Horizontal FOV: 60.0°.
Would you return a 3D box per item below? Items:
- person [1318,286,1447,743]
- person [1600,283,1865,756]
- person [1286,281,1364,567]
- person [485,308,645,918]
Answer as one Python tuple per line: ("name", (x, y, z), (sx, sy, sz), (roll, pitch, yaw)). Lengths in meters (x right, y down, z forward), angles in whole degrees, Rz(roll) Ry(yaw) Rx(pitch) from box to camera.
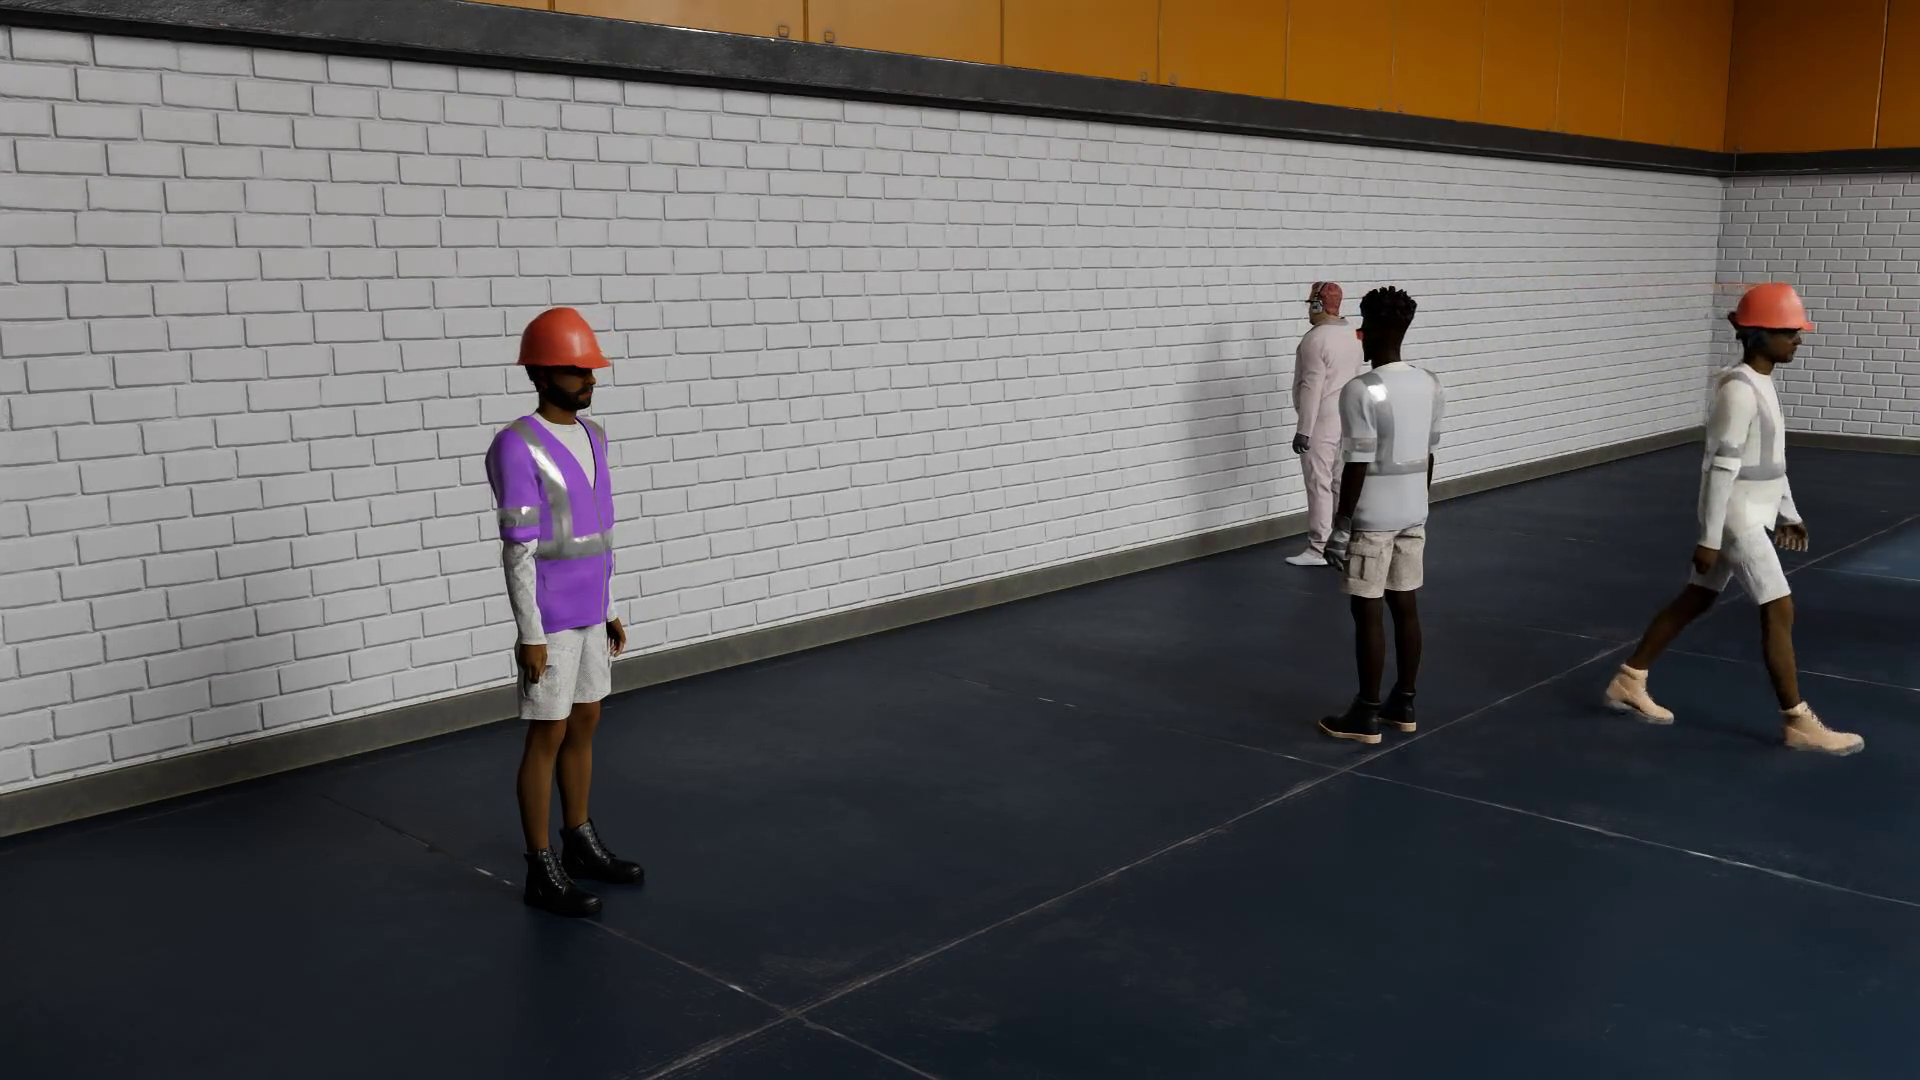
("person", (1.817, -0.105, 7.192), (0.603, 1.966, 0.368), (-8, 13, -38))
("person", (3.345, -0.106, 7.182), (1.062, 1.991, 0.619), (5, 11, 29))
("person", (2.425, -0.774, 11.170), (0.401, 1.907, 0.646), (9, 13, 42))
("person", (-1.261, 0.228, 5.376), (0.354, 1.939, 0.545), (3, 10, 18))
